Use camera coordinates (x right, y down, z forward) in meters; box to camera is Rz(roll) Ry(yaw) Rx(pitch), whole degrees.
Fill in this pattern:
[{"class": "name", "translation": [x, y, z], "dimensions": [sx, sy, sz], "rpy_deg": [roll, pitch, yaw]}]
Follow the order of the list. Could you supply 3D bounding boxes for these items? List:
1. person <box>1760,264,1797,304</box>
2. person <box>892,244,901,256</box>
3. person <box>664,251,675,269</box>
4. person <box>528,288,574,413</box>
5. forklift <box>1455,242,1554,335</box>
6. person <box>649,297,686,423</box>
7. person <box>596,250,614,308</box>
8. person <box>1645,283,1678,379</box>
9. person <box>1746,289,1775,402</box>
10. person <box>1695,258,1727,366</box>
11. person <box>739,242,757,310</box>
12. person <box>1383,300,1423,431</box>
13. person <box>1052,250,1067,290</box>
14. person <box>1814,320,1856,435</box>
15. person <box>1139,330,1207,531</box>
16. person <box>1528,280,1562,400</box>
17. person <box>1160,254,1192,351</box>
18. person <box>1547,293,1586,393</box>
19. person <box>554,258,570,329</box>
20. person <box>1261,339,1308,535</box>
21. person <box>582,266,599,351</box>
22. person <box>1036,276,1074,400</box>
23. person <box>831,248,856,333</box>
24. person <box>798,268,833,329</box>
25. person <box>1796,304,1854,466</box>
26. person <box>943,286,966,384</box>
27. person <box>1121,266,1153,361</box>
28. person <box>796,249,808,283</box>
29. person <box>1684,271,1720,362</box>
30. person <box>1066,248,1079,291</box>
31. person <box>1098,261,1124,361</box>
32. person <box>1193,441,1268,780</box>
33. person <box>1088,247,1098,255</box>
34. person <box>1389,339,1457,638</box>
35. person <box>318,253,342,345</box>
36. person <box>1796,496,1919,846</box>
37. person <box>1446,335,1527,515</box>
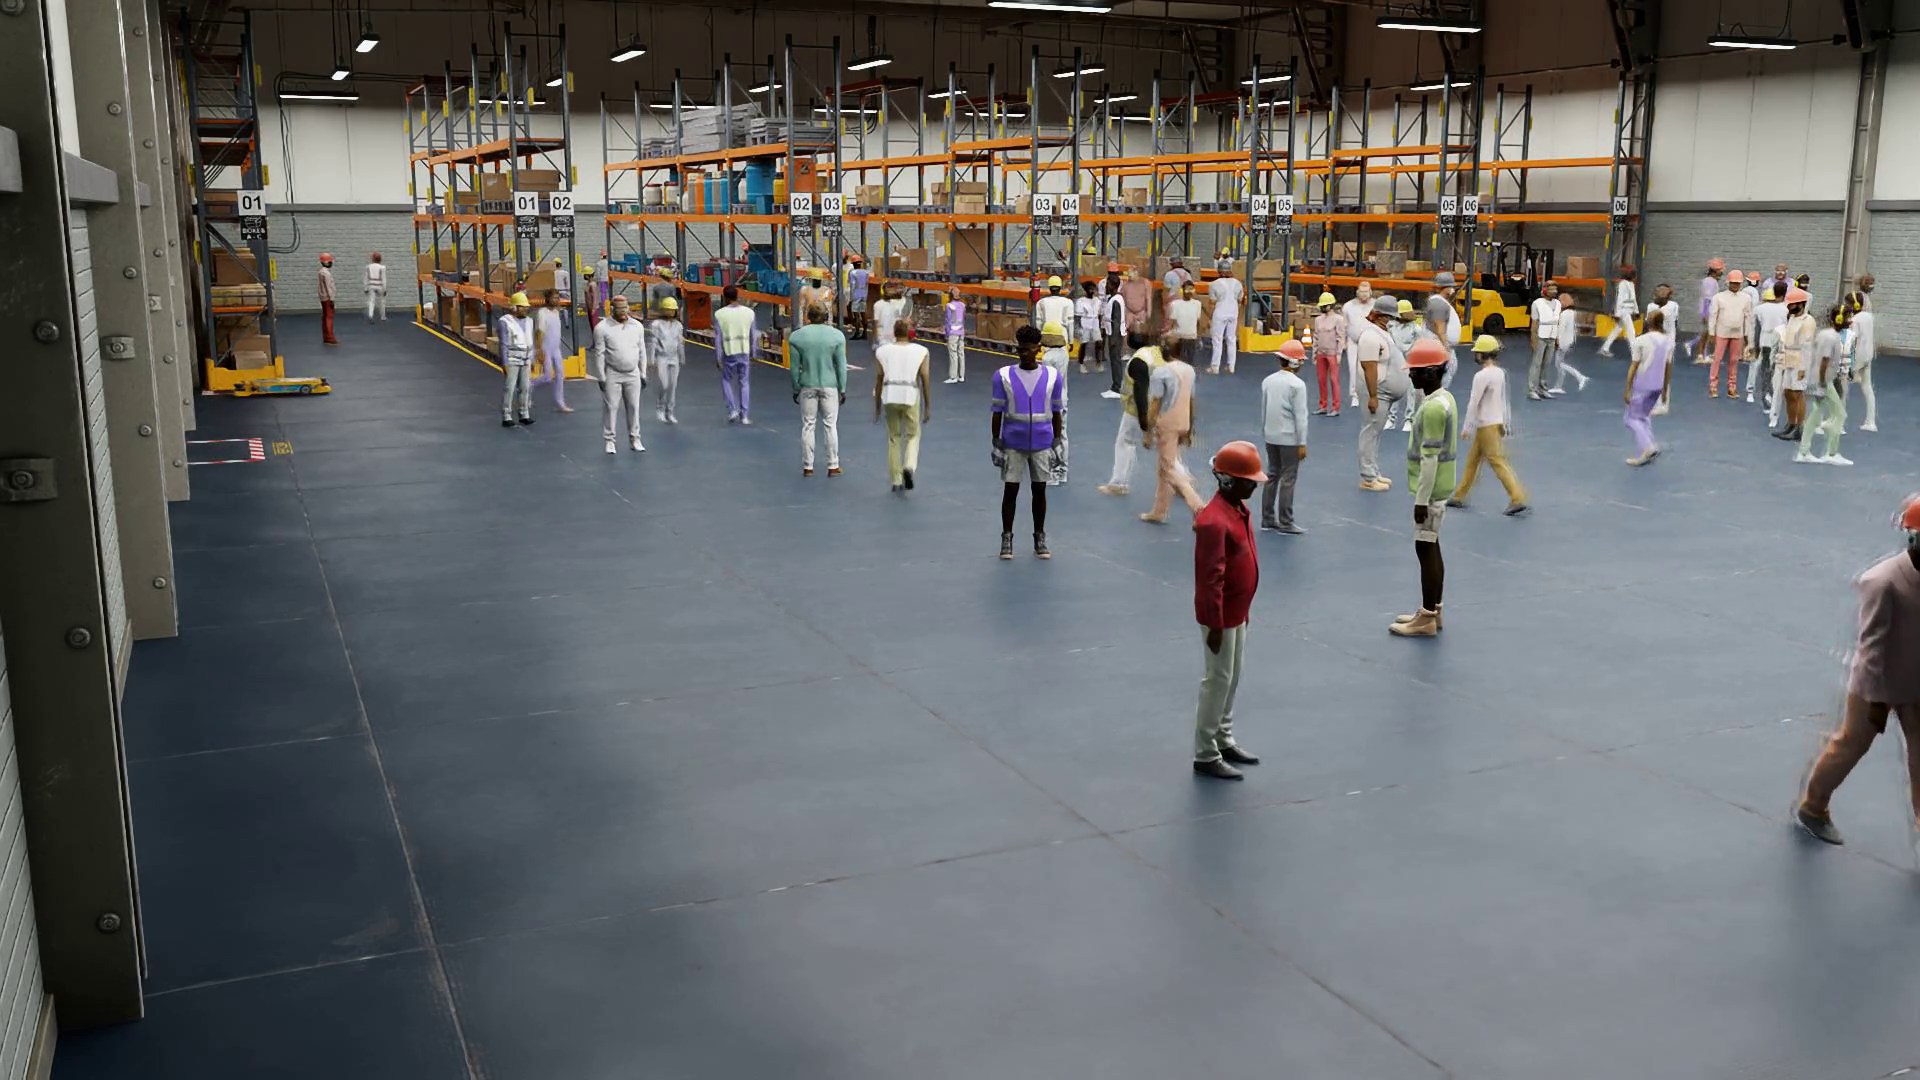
[{"class": "person", "translation": [15.912, -4.420, 32.374], "dimensions": [0.642, 1.897, 0.399], "rpy_deg": [6, 12, 27]}, {"class": "person", "translation": [-1.931, -8.254, 51.817], "dimensions": [0.407, 1.910, 0.639], "rpy_deg": [-1, 11, -7]}, {"class": "person", "translation": [-8.433, -7.457, 48.130], "dimensions": [0.533, 1.767, 0.327], "rpy_deg": [8, 14, 36]}, {"class": "person", "translation": [-5.987, -2.726, 23.966], "dimensions": [0.705, 1.821, 0.512], "rpy_deg": [4, 12, 18]}, {"class": "forklift", "translation": [13.047, -6.049, 39.881], "dimensions": [2.313, 2.155, 1.214], "rpy_deg": [-5, 12, -23]}, {"class": "person", "translation": [-4.002, -2.457, 22.795], "dimensions": [0.522, 1.726, 0.400], "rpy_deg": [-9, 14, -39]}, {"class": "person", "translation": [-10.730, -7.884, 50.321], "dimensions": [0.563, 1.755, 0.322], "rpy_deg": [-7, 13, -32]}, {"class": "person", "translation": [11.890, -3.502, 28.208], "dimensions": [0.548, 1.686, 0.451], "rpy_deg": [1, 11, 4]}, {"class": "person", "translation": [12.300, -2.959, 25.358], "dimensions": [0.499, 1.733, 0.340], "rpy_deg": [2, 11, 9]}, {"class": "person", "translation": [14.232, -4.265, 31.252], "dimensions": [0.705, 2.021, 0.639], "rpy_deg": [5, 12, 26]}, {"class": "person", "translation": [-6.297, -7.845, 49.446], "dimensions": [0.612, 2.029, 0.410], "rpy_deg": [3, 12, 17]}, {"class": "person", "translation": [5.856, -2.305, 22.026], "dimensions": [0.487, 1.735, 0.322], "rpy_deg": [10, 15, 40]}, {"class": "person", "translation": [2.850, -7.238, 46.823], "dimensions": [0.534, 1.841, 0.677], "rpy_deg": [-5, 12, -25]}, {"class": "person", "translation": [11.395, -2.187, 21.668], "dimensions": [0.520, 1.640, 0.307], "rpy_deg": [-1, 11, -7]}, {"class": "person", "translation": [1.986, -0.992, 15.140], "dimensions": [0.828, 1.822, 0.515], "rpy_deg": [11, 15, 43]}, {"class": "person", "translation": [9.033, -3.089, 25.728], "dimensions": [0.572, 1.843, 0.373], "rpy_deg": [-6, 13, -28]}, {"class": "person", "translation": [4.478, -4.954, 34.706], "dimensions": [0.685, 2.000, 0.536], "rpy_deg": [-7, 13, -33]}, {"class": "person", "translation": [9.693, -3.118, 26.478], "dimensions": [0.595, 1.615, 0.502], "rpy_deg": [9, 14, 39]}, {"class": "person", "translation": [-10.010, -6.148, 41.499], "dimensions": [0.533, 1.759, 0.331], "rpy_deg": [-5, 12, -24]}, {"class": "person", "translation": [2.945, -0.927, 14.975], "dimensions": [0.342, 1.748, 0.572], "rpy_deg": [-5, 12, -26]}, {"class": "person", "translation": [-7.719, -4.826, 34.760], "dimensions": [0.327, 1.767, 0.533], "rpy_deg": [-5, 12, -22]}, {"class": "person", "translation": [1.454, -3.084, 25.524], "dimensions": [0.588, 1.918, 0.394], "rpy_deg": [2, 11, 11]}, {"class": "person", "translation": [-2.790, -5.977, 39.903], "dimensions": [0.615, 2.040, 0.391], "rpy_deg": [2, 11, 9]}, {"class": "person", "translation": [-2.592, -3.896, 29.733], "dimensions": [0.641, 1.891, 0.538], "rpy_deg": [-1, 11, -7]}, {"class": "person", "translation": [10.043, -1.775, 19.089], "dimensions": [0.726, 1.838, 0.500], "rpy_deg": [4, 12, 21]}, {"class": "person", "translation": [-0.087, -3.471, 28.193], "dimensions": [0.307, 1.641, 0.513], "rpy_deg": [7, 13, 34]}, {"class": "person", "translation": [3.402, -4.377, 32.267], "dimensions": [0.655, 1.863, 0.693], "rpy_deg": [5, 12, 25]}, {"class": "person", "translation": [-5.079, -8.282, 52.391], "dimensions": [0.575, 1.739, 0.349], "rpy_deg": [-2, 11, -9]}, {"class": "person", "translation": [14.431, -4.374, 32.278], "dimensions": [0.602, 1.838, 0.569], "rpy_deg": [10, 15, 41]}, {"class": "person", "translation": [3.392, -7.772, 49.467], "dimensions": [0.568, 1.876, 0.352], "rpy_deg": [10, 15, 43]}, {"class": "person", "translation": [2.956, -4.449, 32.405], "dimensions": [0.552, 1.935, 0.374], "rpy_deg": [-3, 12, -16]}, {"class": "person", "translation": [1.383, 0.354, 8.507], "dimensions": [0.351, 1.739, 0.573], "rpy_deg": [5, 12, 22]}, {"class": "person", "translation": [3.680, -7.236, 46.608], "dimensions": [0.383, 1.923, 0.595], "rpy_deg": [1, 11, 6]}, {"class": "person", "translation": [3.166, -0.349, 11.340], "dimensions": [0.408, 2.034, 0.608], "rpy_deg": [4, 12, 19]}, {"class": "person", "translation": [-13.836, -5.269, 36.423], "dimensions": [0.381, 1.994, 0.622], "rpy_deg": [-8, 14, -36]}, {"class": "person", "translation": [4.119, 0.610, 7.314], "dimensions": [0.566, 1.700, 0.909], "rpy_deg": [-3, 12, -17]}, {"class": "person", "translation": [5.097, -1.113, 16.005], "dimensions": [0.918, 1.721, 0.529], "rpy_deg": [9, 14, 37]}]
